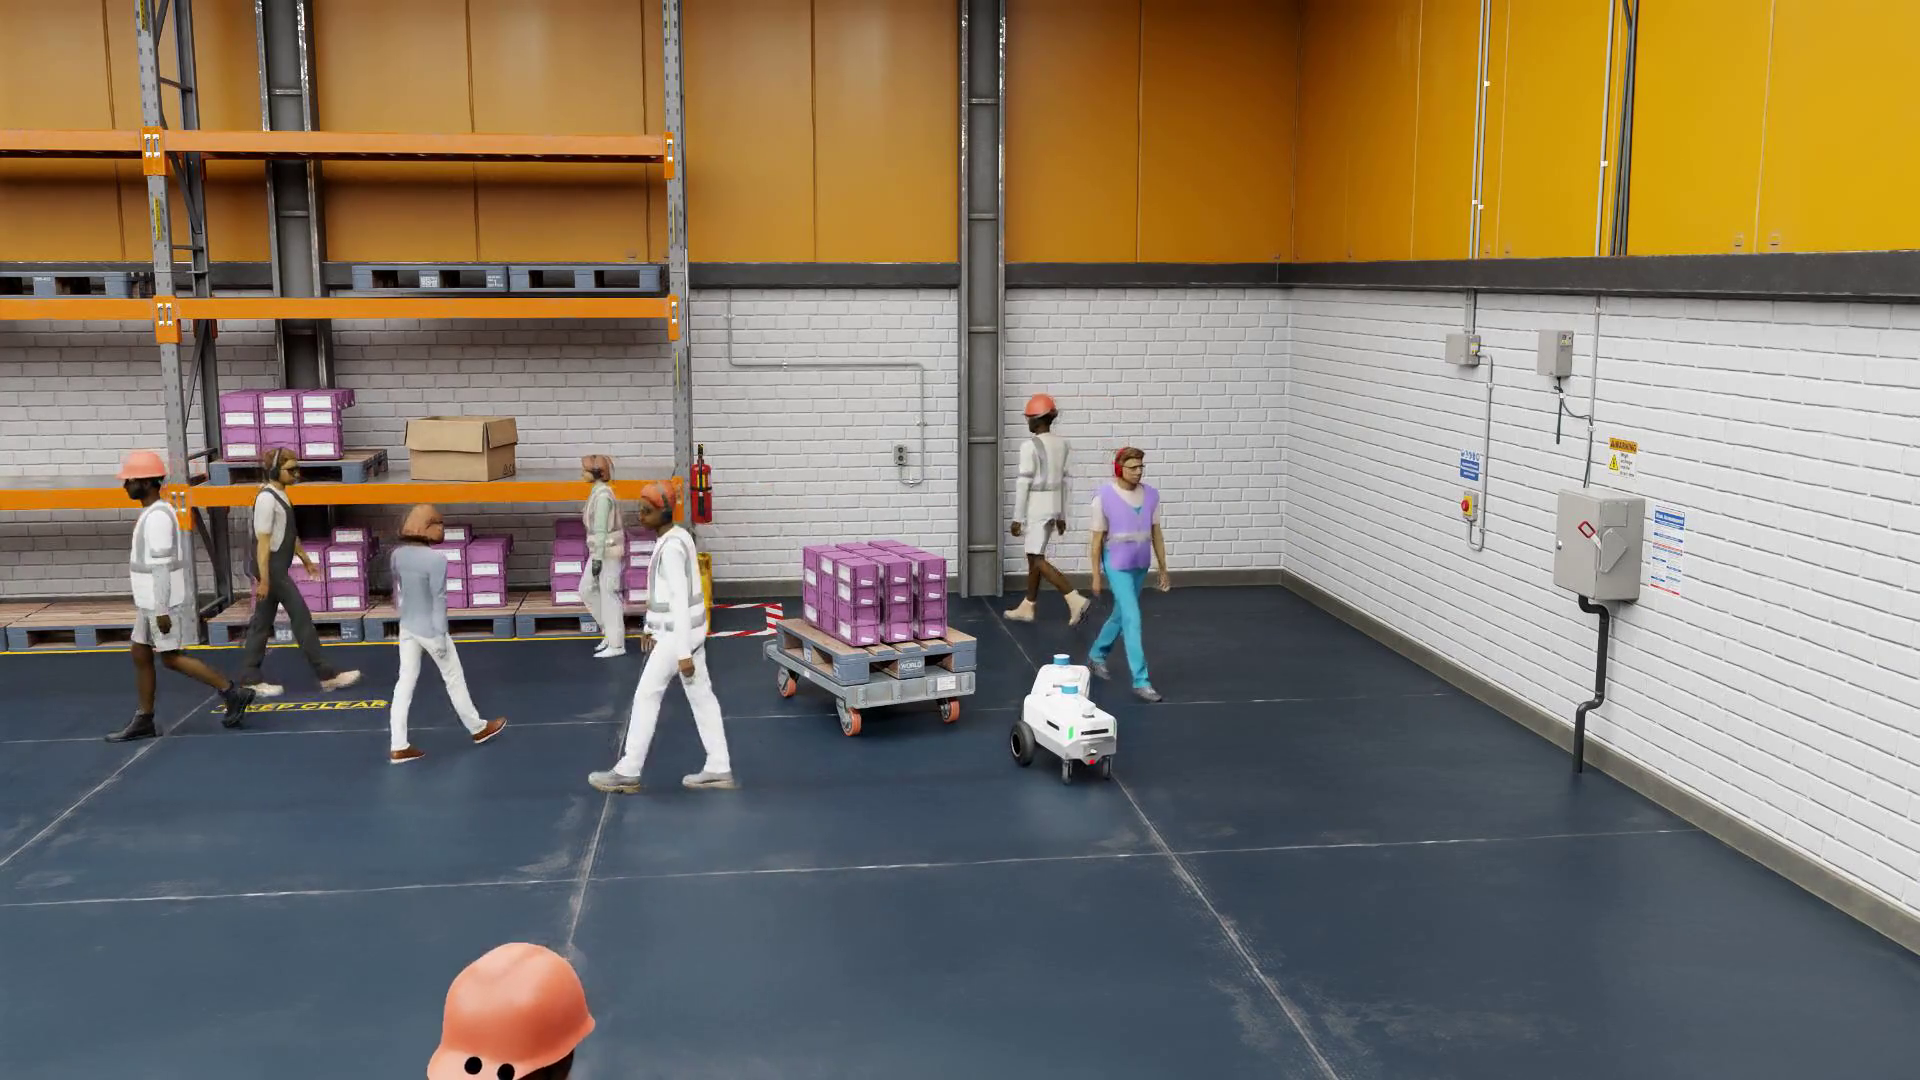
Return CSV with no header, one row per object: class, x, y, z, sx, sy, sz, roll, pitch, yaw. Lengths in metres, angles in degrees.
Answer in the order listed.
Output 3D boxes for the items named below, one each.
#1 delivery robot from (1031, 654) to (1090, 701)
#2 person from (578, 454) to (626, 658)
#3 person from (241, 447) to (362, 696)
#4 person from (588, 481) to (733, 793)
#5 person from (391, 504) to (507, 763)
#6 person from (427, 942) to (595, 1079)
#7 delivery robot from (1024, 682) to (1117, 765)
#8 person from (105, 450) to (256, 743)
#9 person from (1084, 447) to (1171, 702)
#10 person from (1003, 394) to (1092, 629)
delivery robot,0.658,0.986,10.798,0.477,0.478,0.707,1,9,8
person,-2.822,0.130,13.093,0.373,1.625,0.531,-3,10,-20
person,-4.769,0.230,11.921,0.913,1.795,0.495,-3,10,-20
person,-1.766,0.571,9.657,0.932,1.835,0.614,0,9,1
person,-3.295,0.562,10.475,0.530,1.587,0.831,6,11,34
person,-0.779,1.625,2.940,0.567,1.884,1.004,5,10,28
delivery robot,0.662,1.104,10.064,0.477,0.478,0.707,-3,10,-21
person,-5.119,0.357,10.809,0.841,1.914,0.548,-5,10,-27
person,1.194,0.204,12.103,0.586,1.805,0.946,-6,11,-35
person,0.763,-0.241,14.227,0.894,2.020,0.616,6,11,34
